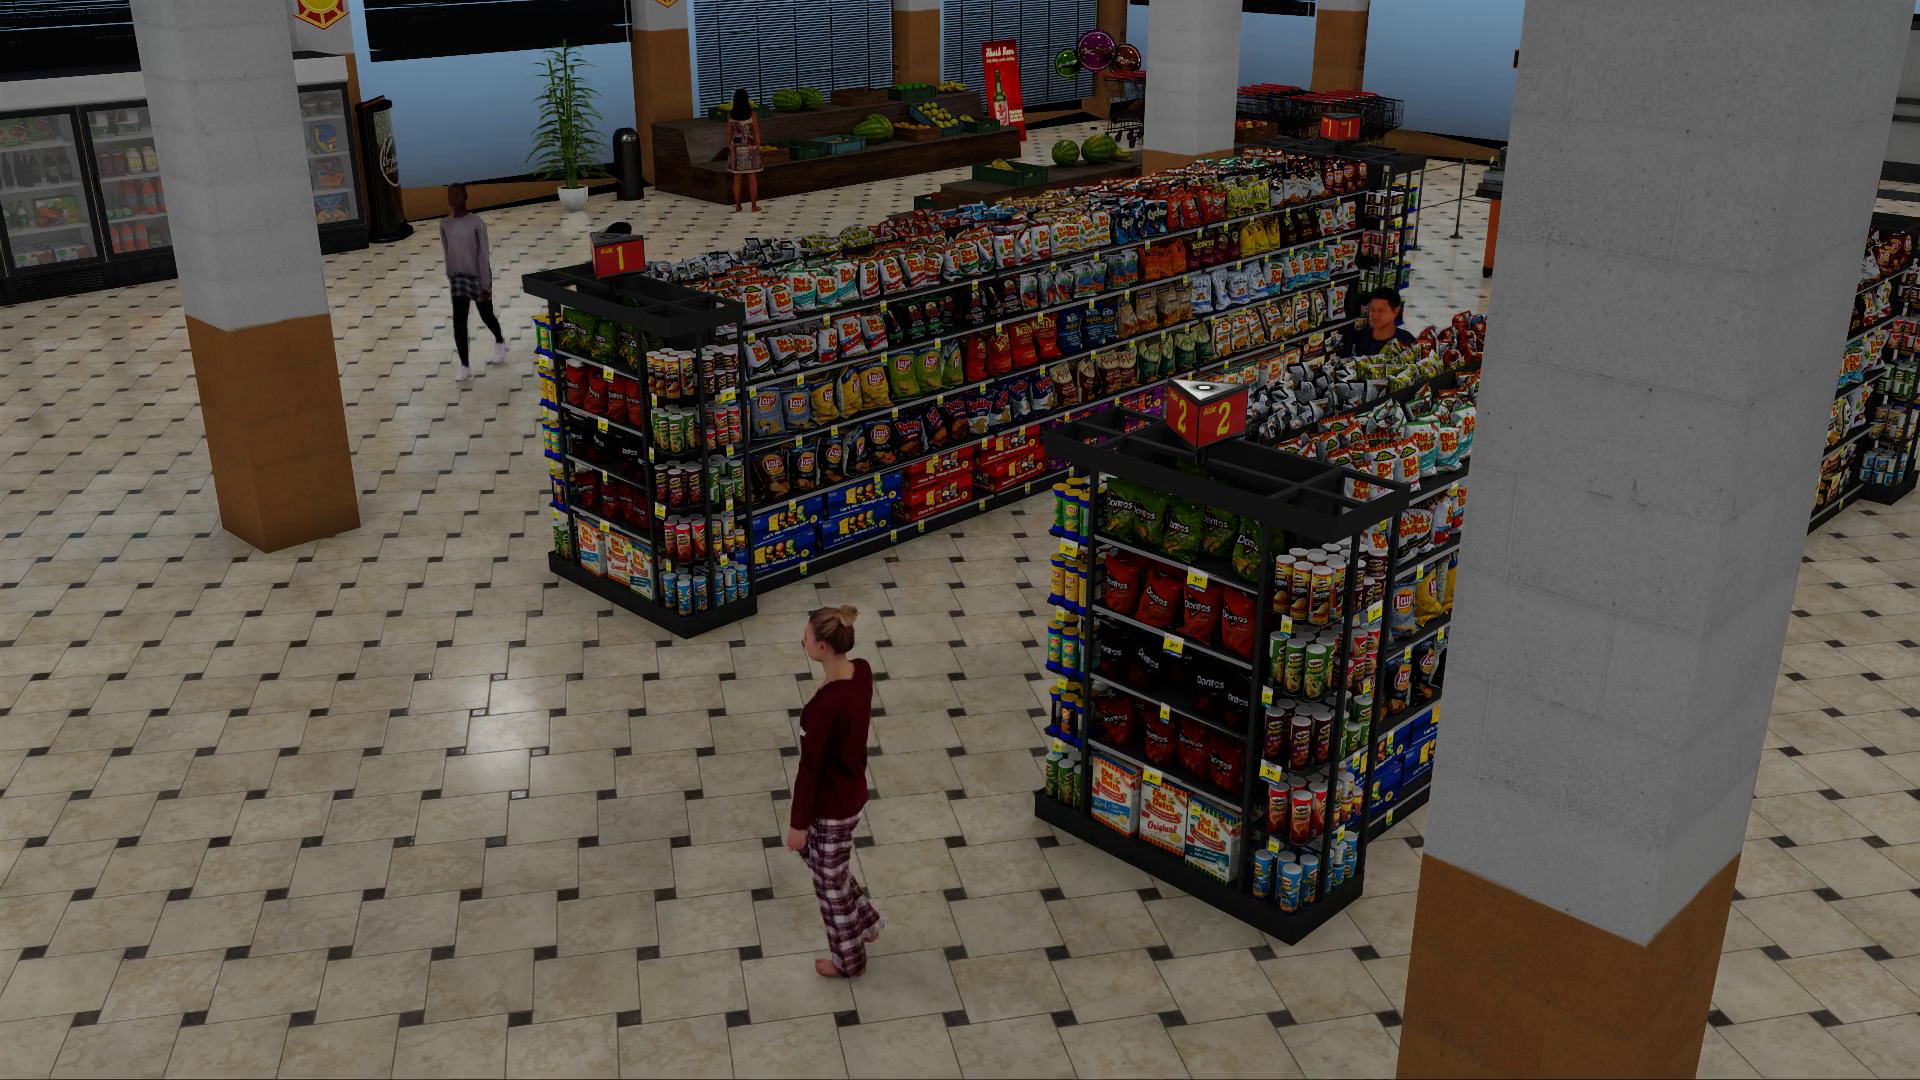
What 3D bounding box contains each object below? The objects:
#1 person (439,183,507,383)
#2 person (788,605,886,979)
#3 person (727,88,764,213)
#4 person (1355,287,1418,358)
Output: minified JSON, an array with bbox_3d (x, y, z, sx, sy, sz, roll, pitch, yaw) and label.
[{"bbox_3d":[-4.406,-2.358,15.134,1.085,1.740,1.214,2,22,6],"label":"person"},{"bbox_3d":[-0.436,1.049,6.718,0.808,1.695,0.720,5,22,12],"label":"person"},{"bbox_3d":[-2.935,-5.285,22.547,0.719,1.645,0.755,2,22,5],"label":"person"},{"bbox_3d":[2.956,-0.876,11.423,0.731,1.758,0.959,15,26,33],"label":"person"}]
